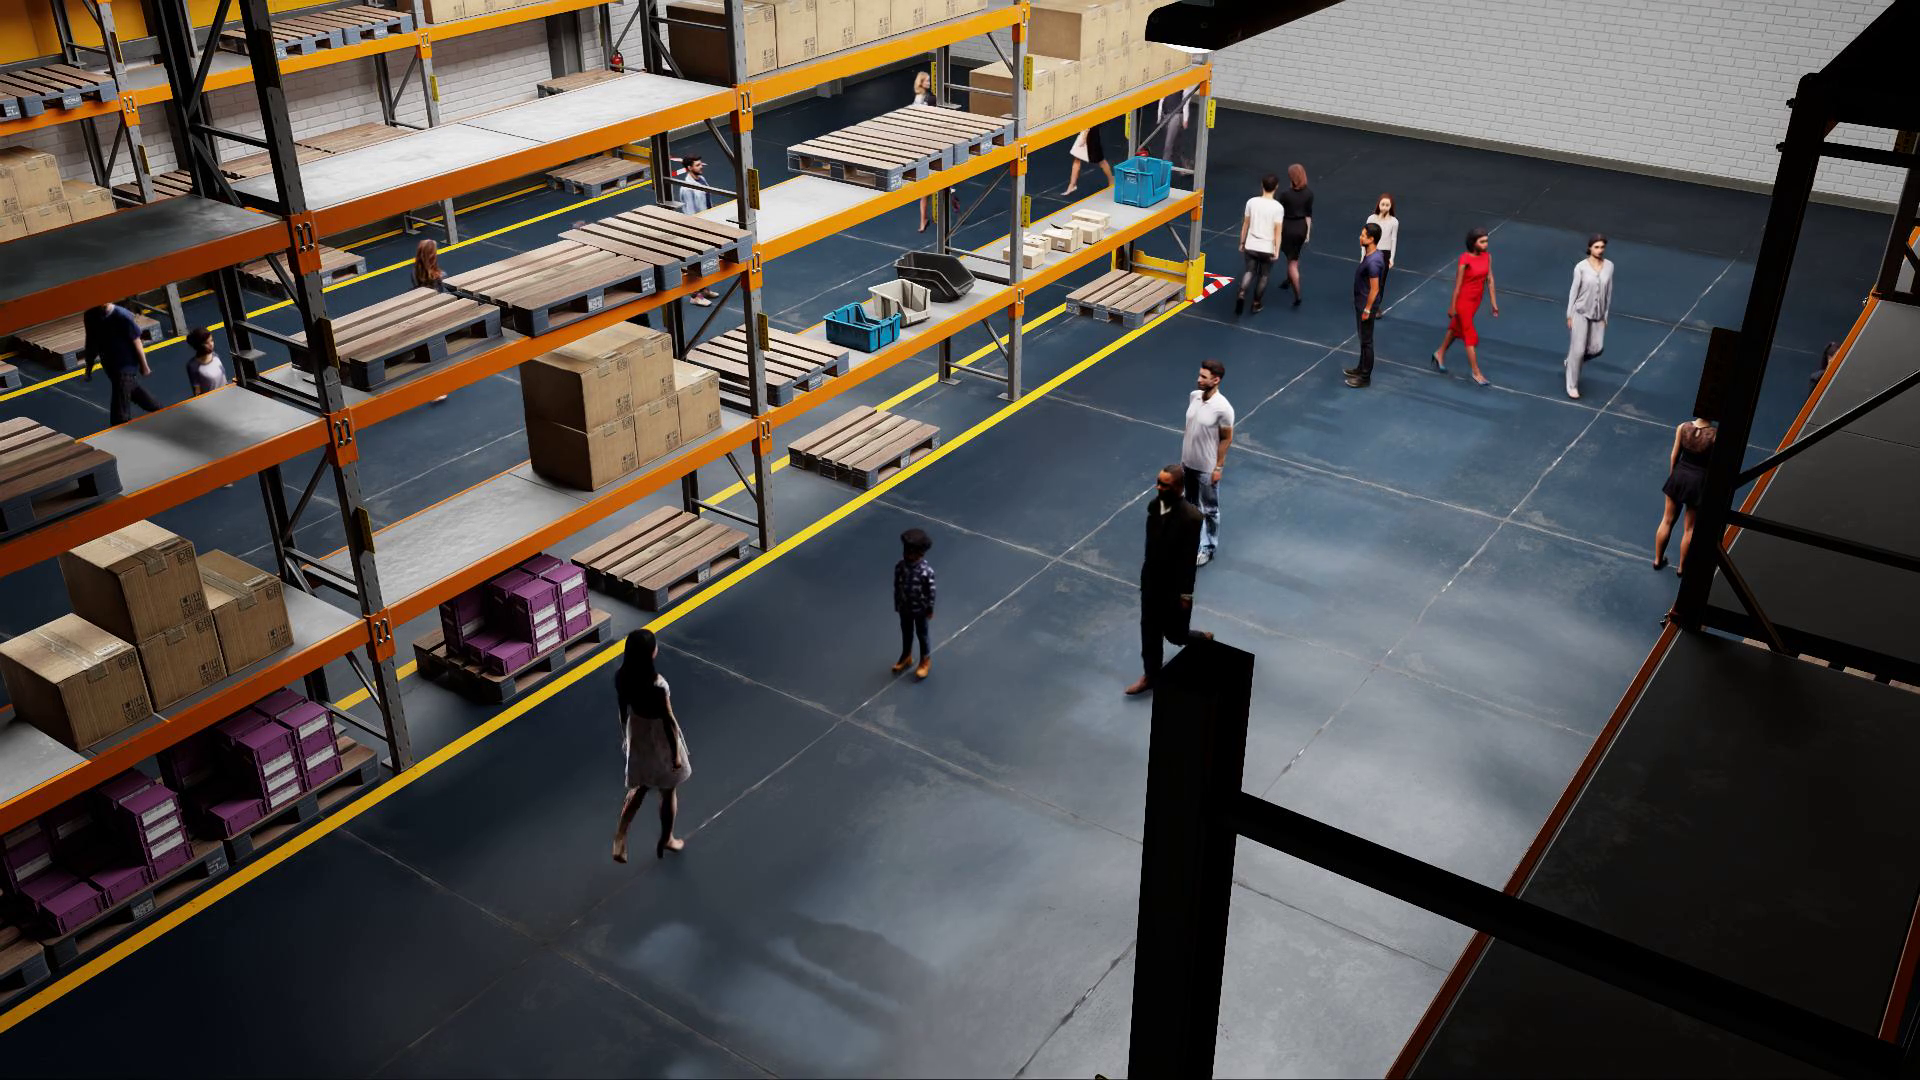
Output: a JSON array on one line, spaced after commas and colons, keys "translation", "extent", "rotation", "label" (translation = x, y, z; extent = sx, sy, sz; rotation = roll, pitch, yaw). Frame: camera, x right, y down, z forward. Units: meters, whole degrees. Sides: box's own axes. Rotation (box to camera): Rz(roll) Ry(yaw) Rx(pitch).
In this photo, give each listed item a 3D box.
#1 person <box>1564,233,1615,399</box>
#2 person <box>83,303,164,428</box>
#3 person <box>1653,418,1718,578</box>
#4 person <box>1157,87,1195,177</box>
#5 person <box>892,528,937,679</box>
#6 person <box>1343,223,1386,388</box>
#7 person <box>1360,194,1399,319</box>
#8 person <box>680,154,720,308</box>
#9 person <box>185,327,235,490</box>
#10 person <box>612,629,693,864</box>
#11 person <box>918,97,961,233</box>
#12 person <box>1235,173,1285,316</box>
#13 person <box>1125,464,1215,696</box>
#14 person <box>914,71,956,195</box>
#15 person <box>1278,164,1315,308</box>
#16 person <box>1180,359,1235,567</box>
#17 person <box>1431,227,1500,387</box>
[{"translation": [6.583, -2.394, 17.544], "extent": [0.816, 1.759, 0.885], "rotation": [-2, 29, -4], "label": "person"}, {"translation": [-8.087, -1.675, 16.172], "extent": [0.918, 1.811, 1.326], "rotation": [10, 30, 17], "label": "person"}, {"translation": [6.196, -0.480, 14.126], "extent": [0.644, 1.673, 0.636], "rotation": [-22, 35, -34], "label": "person"}, {"translation": [3.201, -6.232, 24.419], "extent": [1.266, 1.914, 0.889], "rotation": [-21, 35, -33], "label": "person"}, {"translation": [-0.349, 0.472, 12.821], "extent": [0.516, 1.250, 0.513], "rotation": [14, 32, 24], "label": "person"}, {"translation": [4.347, -2.512, 17.728], "extent": [0.782, 1.790, 0.637], "rotation": [3, 29, 6], "label": "person"}, {"translation": [4.925, -3.352, 19.589], "extent": [0.597, 1.484, 0.590], "rotation": [8, 30, 14], "label": "person"}, {"translation": [-3.157, -3.738, 19.954], "extent": [0.808, 1.811, 0.645], "rotation": [6, 29, 12], "label": "person"}, {"translation": [-7.075, -1.286, 15.721], "extent": [0.708, 1.559, 0.589], "rotation": [10, 30, 18], "label": "person"}, {"translation": [-2.024, 1.386, 10.614], "extent": [0.648, 1.760, 0.925], "rotation": [16, 33, 27], "label": "person"}, {"translation": [-0.316, -5.045, 22.372], "extent": [0.705, 1.790, 1.039], "rotation": [25, 37, 38], "label": "person"}, {"translation": [3.499, -3.422, 19.496], "extent": [0.694, 1.695, 0.935], "rotation": [14, 31, 23], "label": "person"}, {"translation": [1.627, 0.299, 12.475], "extent": [1.124, 1.887, 0.905], "rotation": [-20, 34, -32], "label": "person"}, {"translation": [-0.637, -5.790, 23.777], "extent": [0.992, 1.753, 1.175], "rotation": [5, 29, 10], "label": "person"}, {"translation": [4.003, -3.587, 19.842], "extent": [1.030, 1.654, 1.046], "rotation": [-6, 29, -11], "label": "person"}, {"translation": [2.091, -0.689, 14.308], "extent": [0.714, 1.866, 0.751], "rotation": [-16, 33, -27], "label": "person"}, {"translation": [5.385, -2.540, 17.874], "extent": [1.117, 1.699, 0.905], "rotation": [-18, 33, -29], "label": "person"}]
